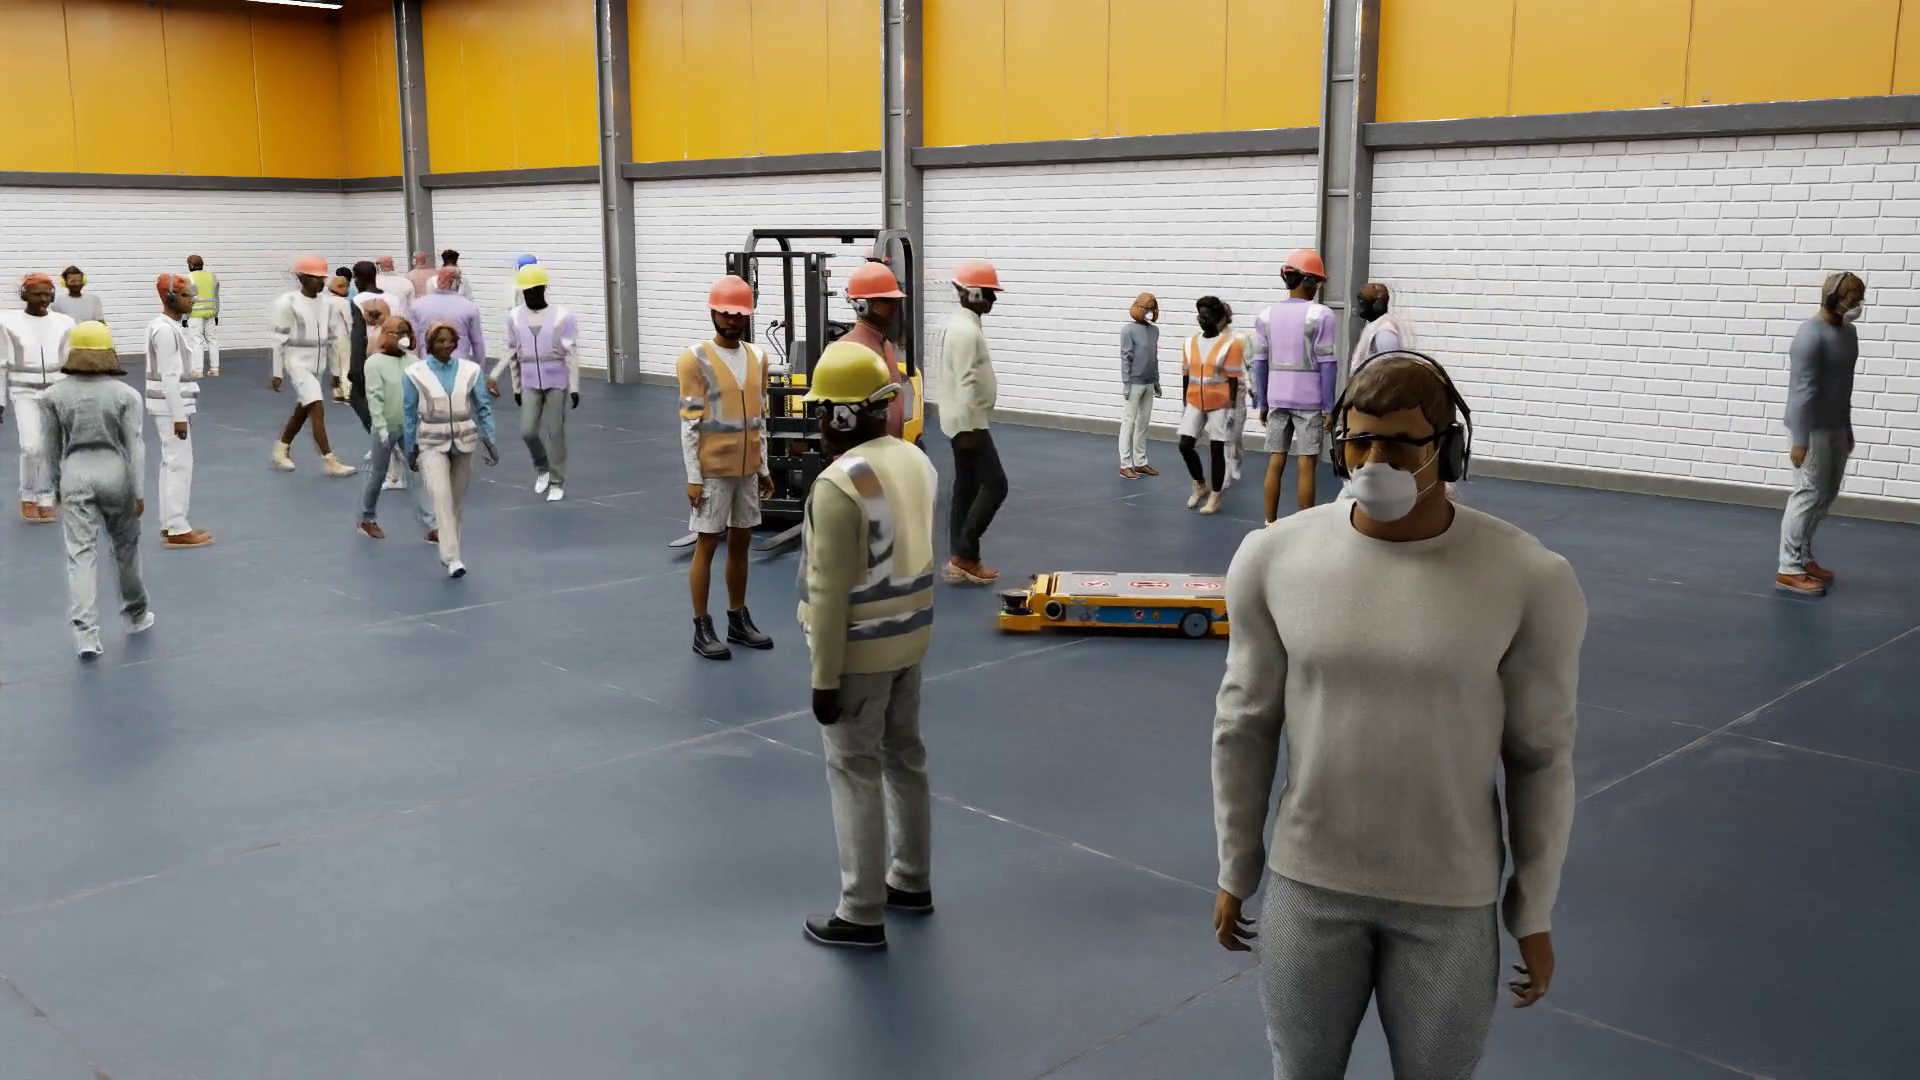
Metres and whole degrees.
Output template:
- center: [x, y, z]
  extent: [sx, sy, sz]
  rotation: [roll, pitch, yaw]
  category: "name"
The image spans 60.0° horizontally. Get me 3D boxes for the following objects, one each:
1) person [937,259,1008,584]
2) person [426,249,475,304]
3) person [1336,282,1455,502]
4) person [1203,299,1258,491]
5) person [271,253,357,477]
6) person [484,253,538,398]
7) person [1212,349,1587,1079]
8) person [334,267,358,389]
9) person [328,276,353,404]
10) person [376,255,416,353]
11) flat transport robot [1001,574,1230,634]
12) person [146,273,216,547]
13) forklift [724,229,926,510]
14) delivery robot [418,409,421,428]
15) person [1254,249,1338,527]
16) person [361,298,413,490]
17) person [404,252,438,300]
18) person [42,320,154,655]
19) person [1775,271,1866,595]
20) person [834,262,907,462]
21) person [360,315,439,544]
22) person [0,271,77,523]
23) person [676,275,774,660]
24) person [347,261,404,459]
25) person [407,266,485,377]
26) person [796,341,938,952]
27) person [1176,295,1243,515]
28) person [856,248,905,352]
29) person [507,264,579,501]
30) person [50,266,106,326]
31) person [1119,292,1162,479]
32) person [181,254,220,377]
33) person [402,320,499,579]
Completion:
- center: [0.098, -0.704, 10.125]
  extent: [0.467, 1.980, 0.652]
  rotation: [0, 10, -3]
  category: "person"
- center: [-6.576, -2.796, 21.637]
  extent: [0.632, 1.943, 0.638]
  rotation: [-7, 13, -34]
  category: "person"
- center: [3.320, -1.066, 12.721]
  extent: [0.979, 1.802, 0.639]
  rotation: [2, 11, 13]
  category: "person"
- center: [2.278, -1.249, 14.151]
  extent: [0.553, 1.606, 0.771]
  rotation: [4, 11, 20]
  category: "person"
- center: [-5.870, -1.563, 14.853]
  extent: [1.037, 1.988, 0.628]
  rotation: [5, 11, 24]
  category: "person"
- center: [-5.800, -2.807, 21.839]
  extent: [0.954, 1.906, 0.620]
  rotation: [-5, 12, -27]
  category: "person"
- center: [0.761, 0.626, 3.008]
  extent: [0.635, 1.937, 0.353]
  rotation: [4, 11, 22]
  category: "person"
- center: [-8.498, -2.944, 23.148]
  extent: [0.320, 1.692, 0.531]
  rotation: [4, 11, 18]
  category: "person"
- center: [-7.808, -2.519, 21.022]
  extent: [0.510, 1.619, 0.355]
  rotation: [8, 13, 39]
  category: "person"
- center: [-7.278, -2.702, 21.319]
  extent: [0.711, 1.886, 0.418]
  rotation: [-5, 11, -24]
  category: "person"
- center: [0.957, 0.338, 9.130]
  extent: [1.431, 0.197, 0.652]
  rotation: [1, 10, 5]
  category: "flat transport robot"
- center: [-5.384, -0.887, 11.459]
  extent: [0.410, 1.873, 0.569]
  rotation: [-4, 11, -22]
  category: "person"
- center: [-1.050, -1.319, 12.920]
  extent: [1.214, 2.155, 2.313]
  rotation: [2, 11, 13]
  category: "forklift"
- center: [-5.540, -1.314, 17.107]
  extent: [0.477, 0.478, 0.707]
  rotation: [-6, 12, -28]
  category: "delivery robot"
- center: [2.278, -0.928, 11.220]
  extent: [0.605, 2.035, 0.392]
  rotation: [9, 14, 41]
  category: "person"
- center: [-4.689, -1.198, 13.821]
  extent: [0.457, 1.626, 0.529]
  rotation: [0, 10, -1]
  category: "person"
- center: [-8.324, -3.510, 25.763]
  extent: [0.668, 1.873, 0.889]
  rotation: [-8, 13, -39]
  category: "person"
- center: [-4.460, -0.279, 8.603]
  extent: [0.503, 1.698, 0.901]
  rotation: [-3, 11, -14]
  category: "person"
- center: [5.114, -0.643, 9.983]
  extent: [0.699, 1.918, 0.475]
  rotation: [-9, 14, -41]
  category: "person"
- center: [-0.448, -0.394, 8.415]
  extent: [0.379, 1.996, 0.608]
  rotation: [3, 11, 18]
  category: "person"
- center: [-3.922, -0.763, 11.551]
  extent: [0.870, 1.594, 0.497]
  rotation: [8, 13, 36]
  category: "person"
- center: [-6.805, -1.047, 12.319]
  extent: [0.470, 1.865, 0.599]
  rotation: [10, 14, 43]
  category: "person"
- center: [-1.164, -0.371, 8.459]
  extent: [0.375, 1.934, 0.547]
  rotation: [10, 14, 43]
  category: "person"
- center: [-5.482, -1.673, 15.682]
  extent: [0.525, 1.889, 0.624]
  rotation: [4, 11, 22]
  category: "person"
- center: [-4.697, -1.576, 15.277]
  extent: [0.665, 1.843, 1.021]
  rotation: [-1, 10, -5]
  category: "person"
- center: [-0.289, 0.318, 5.015]
  extent: [0.403, 1.824, 0.599]
  rotation: [5, 12, 27]
  category: "person"
- center: [1.900, -1.021, 12.692]
  extent: [0.534, 1.684, 0.368]
  rotation: [7, 13, 34]
  category: "person"
- center: [-0.936, -2.315, 18.912]
  extent: [0.468, 1.981, 0.652]
  rotation: [10, 14, 42]
  category: "person"
- center: [-3.341, -1.256, 13.385]
  extent: [0.610, 1.907, 0.422]
  rotation: [1, 10, 3]
  category: "person"
- center: [-9.244, -1.972, 17.526]
  extent: [0.989, 1.823, 0.533]
  rotation: [10, 14, 43]
  category: "person"
- center: [1.601, -1.364, 14.690]
  extent: [0.278, 1.633, 0.499]
  rotation: [10, 14, 43]
  category: "person"
- center: [-11.458, -3.370, 25.061]
  extent: [0.429, 1.845, 0.627]
  rotation: [6, 12, 31]
  category: "person"
- center: [-3.165, -0.559, 10.379]
  extent: [0.533, 1.594, 0.843]
  rotation: [-7, 12, -32]
  category: "person"
